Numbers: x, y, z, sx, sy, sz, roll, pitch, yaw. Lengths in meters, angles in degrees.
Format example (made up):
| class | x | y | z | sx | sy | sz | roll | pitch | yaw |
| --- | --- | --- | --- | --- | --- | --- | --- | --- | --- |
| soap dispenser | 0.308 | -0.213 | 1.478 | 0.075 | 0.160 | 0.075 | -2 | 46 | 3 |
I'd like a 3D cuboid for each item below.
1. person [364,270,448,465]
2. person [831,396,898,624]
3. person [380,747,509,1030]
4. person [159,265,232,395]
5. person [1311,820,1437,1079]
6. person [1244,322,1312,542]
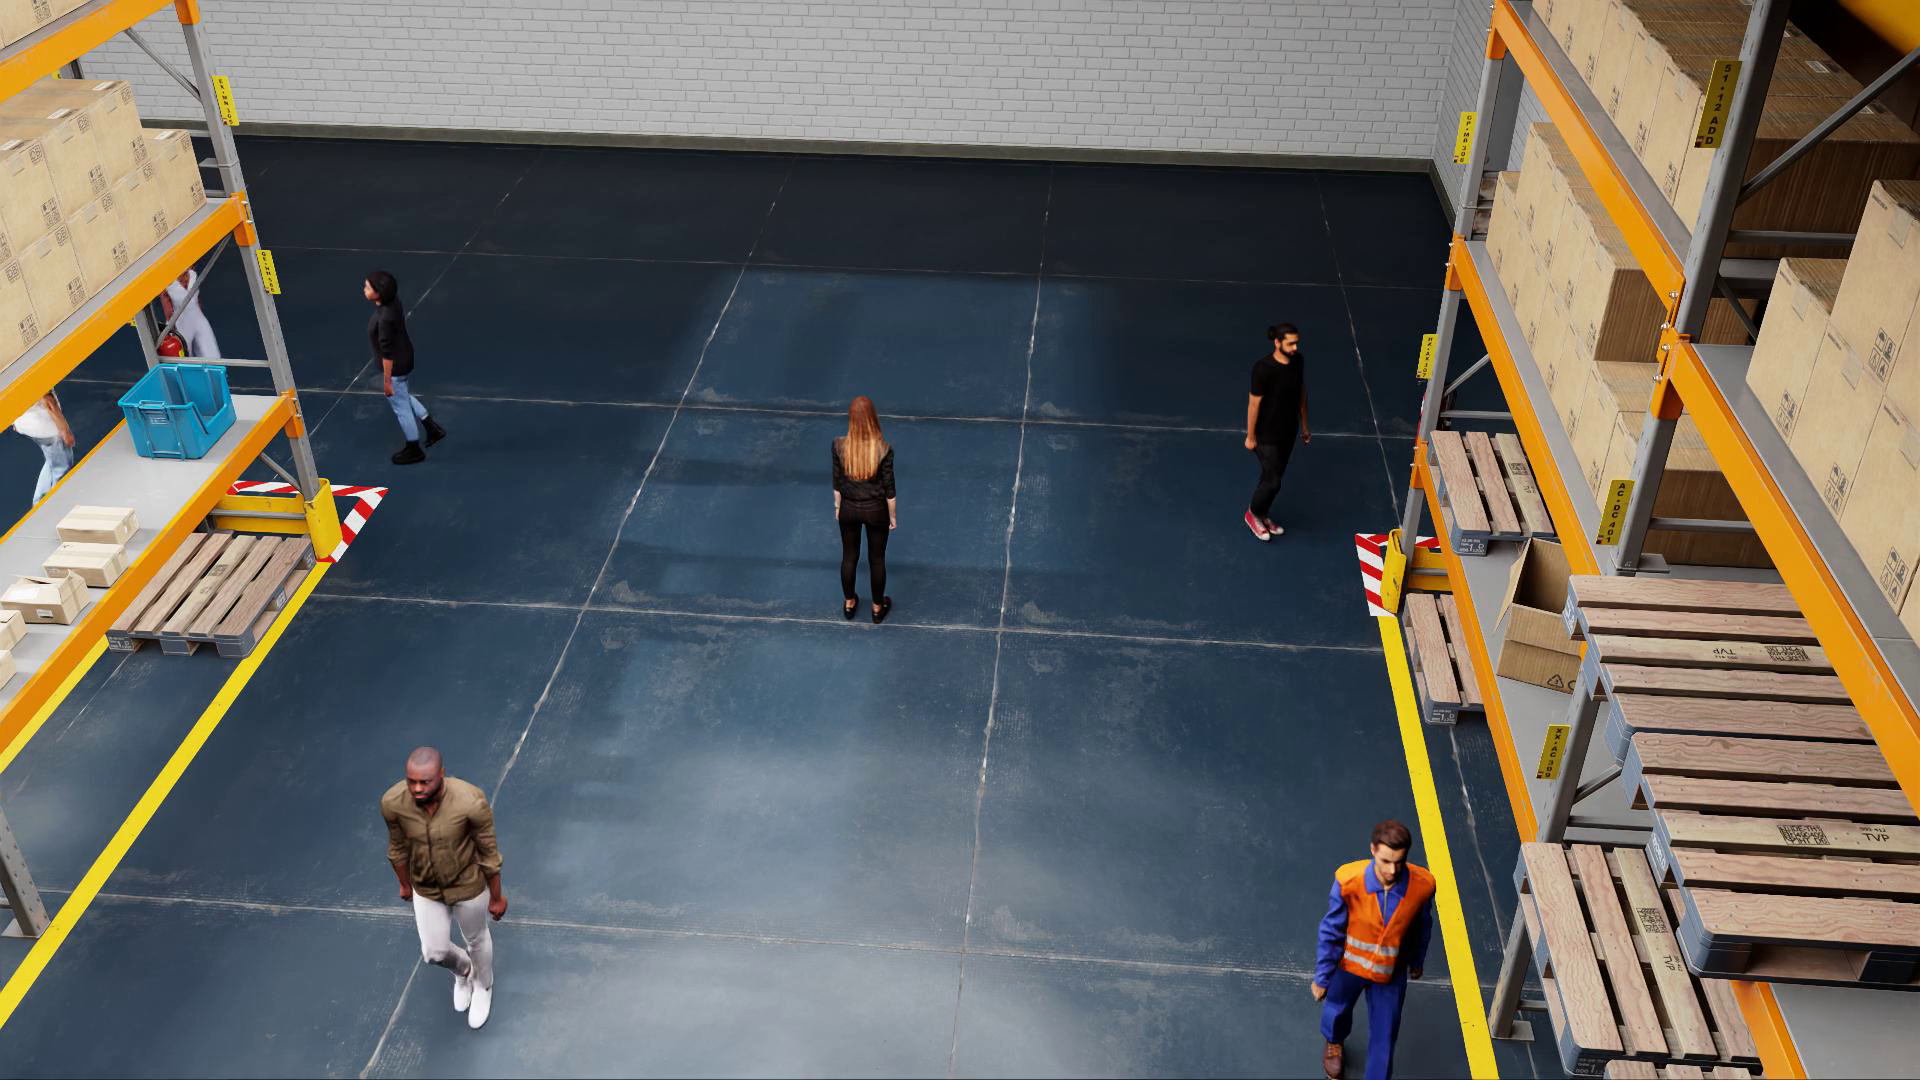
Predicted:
| class | x | y | z | sx | sy | sz | roll | pitch | yaw |
| --- | --- | --- | --- | --- | --- | --- | --- | --- | --- |
| person | -4.396 | -1.366 | 13.238 | 0.714 | 1.685 | 0.673 | -3 | 34 | -5 |
| person | -0.669 | -0.199 | 11.460 | 0.611 | 1.709 | 0.561 | 6 | 34 | 9 |
| person | -2.586 | 1.703 | 8.502 | 0.773 | 1.816 | 0.671 | -1 | 34 | -2 |
| person | -6.403 | -1.674 | 13.647 | 0.905 | 1.744 | 1.127 | 15 | 36 | 21 |
| person | 1.959 | 1.994 | 8.054 | 0.696 | 1.827 | 1.091 | 2 | 34 | 4 |
| person | 2.298 | -0.846 | 12.400 | 0.753 | 1.747 | 0.814 | -25 | 41 | -32 |
